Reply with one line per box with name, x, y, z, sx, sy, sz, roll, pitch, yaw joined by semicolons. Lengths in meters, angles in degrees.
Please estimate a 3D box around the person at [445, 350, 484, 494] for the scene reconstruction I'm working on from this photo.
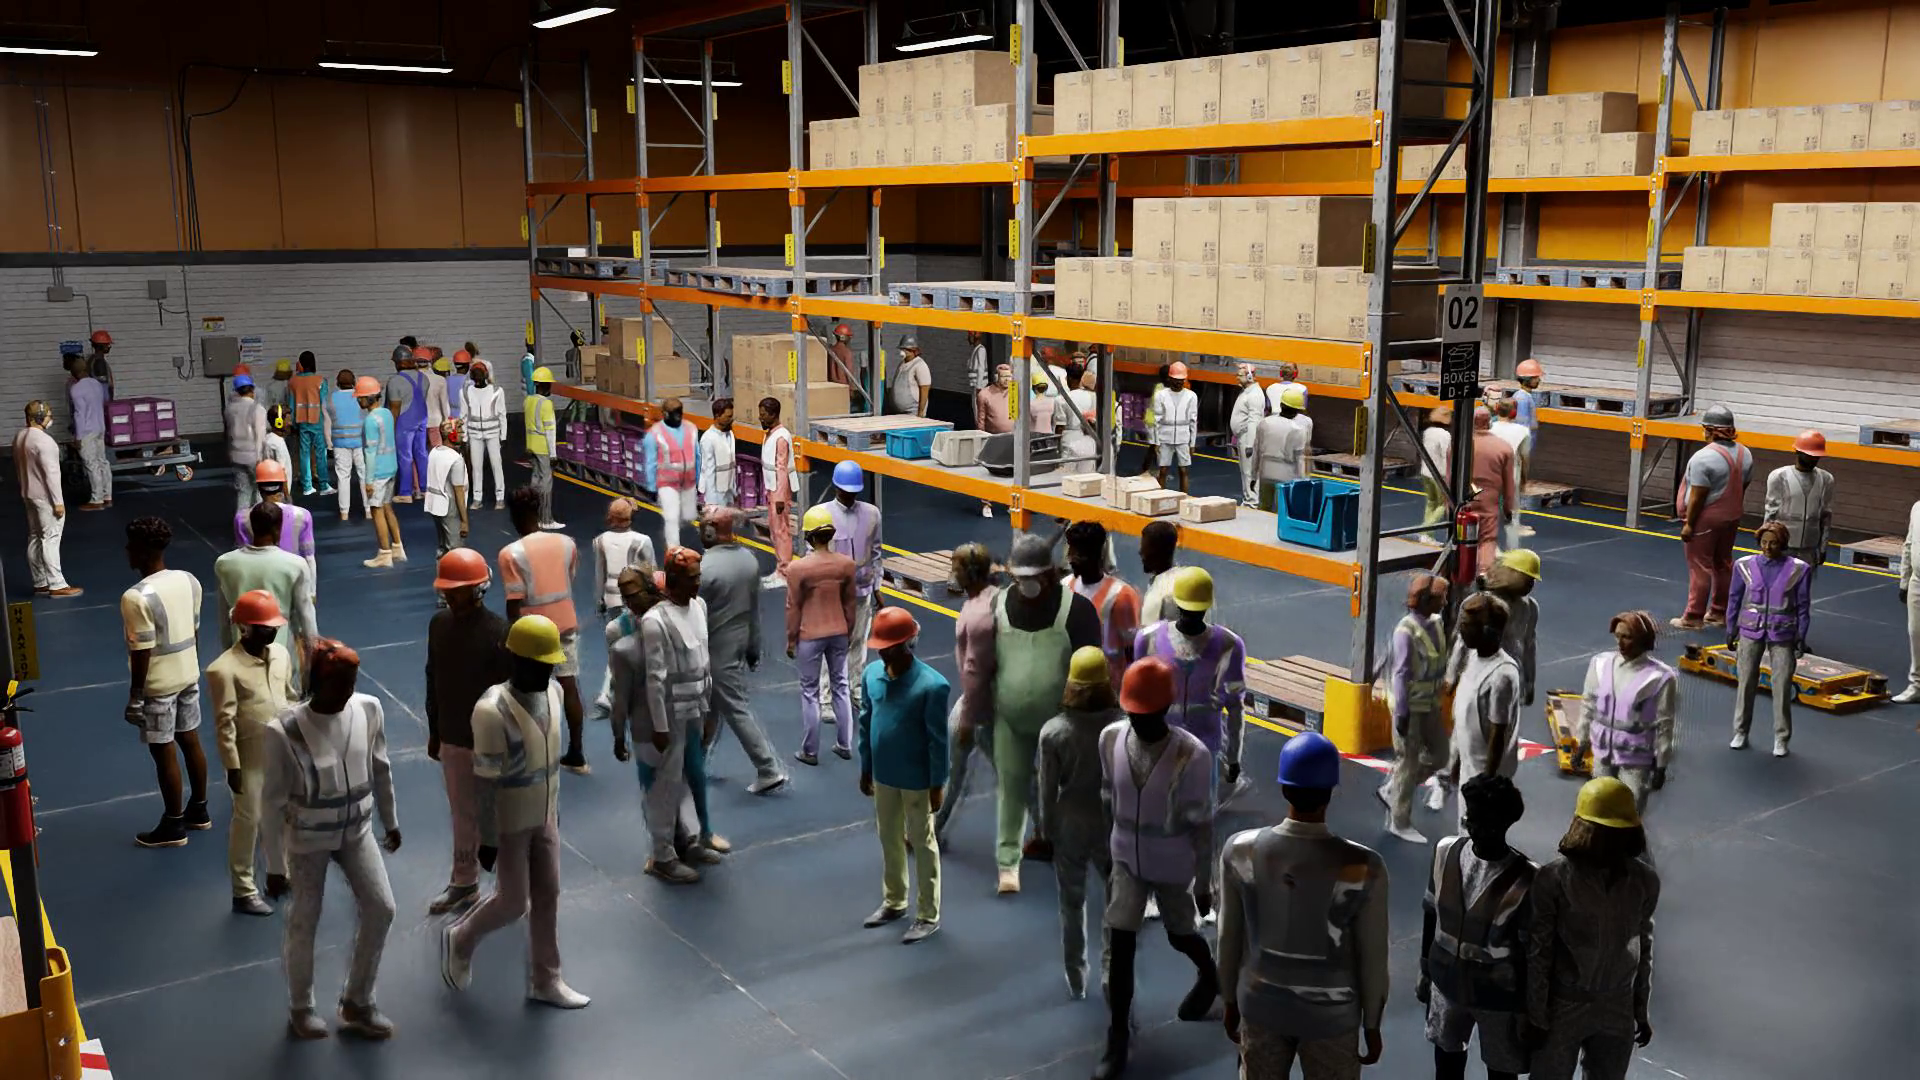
person;-6.634;-1.576;22.241;0.557;1.924;0.420;4;12;21

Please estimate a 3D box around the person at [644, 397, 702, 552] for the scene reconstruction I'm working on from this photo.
person;-3.036;-0.607;17.507;0.647;1.827;0.584;-9;14;-39

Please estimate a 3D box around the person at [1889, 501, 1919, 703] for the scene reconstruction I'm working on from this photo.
person;7.317;0.348;12.453;0.403;1.897;0.654;-4;12;-20

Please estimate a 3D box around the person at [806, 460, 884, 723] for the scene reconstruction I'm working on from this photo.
person;-0.842;0.367;12.237;0.602;1.939;0.398;-5;12;-25

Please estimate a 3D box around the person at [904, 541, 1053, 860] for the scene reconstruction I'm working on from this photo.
person;0.134;0.931;9.523;1.049;1.881;0.637;0;11;0

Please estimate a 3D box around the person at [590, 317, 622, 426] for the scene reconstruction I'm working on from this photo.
person;-5.947;-2.771;28.151;0.614;1.993;0.395;2;11;12

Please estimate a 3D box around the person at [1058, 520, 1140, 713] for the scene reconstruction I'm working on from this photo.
person;0.701;0.849;9.758;0.816;1.933;0.633;-9;14;-38

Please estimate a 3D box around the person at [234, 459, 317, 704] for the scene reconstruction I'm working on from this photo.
person;-5.049;0.363;12.307;0.548;1.925;0.388;-6;13;-28

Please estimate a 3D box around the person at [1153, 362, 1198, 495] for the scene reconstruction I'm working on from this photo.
person;2.647;-1.230;20.459;0.543;1.929;0.398;0;11;2

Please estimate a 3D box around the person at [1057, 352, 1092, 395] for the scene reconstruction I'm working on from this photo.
person;1.602;-1.685;22.978;0.569;1.843;0.374;-3;12;-17

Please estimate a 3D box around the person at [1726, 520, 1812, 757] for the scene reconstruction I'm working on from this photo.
person;5.570;0.667;11.494;0.523;1.631;0.313;7;13;32

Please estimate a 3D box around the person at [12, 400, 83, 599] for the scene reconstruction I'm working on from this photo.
person;-8.892;-0.394;16.144;0.628;1.935;0.373;7;13;34

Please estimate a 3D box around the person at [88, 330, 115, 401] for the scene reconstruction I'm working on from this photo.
person;-12.491;-2.039;24.301;0.404;2.038;0.605;-8;13;-34

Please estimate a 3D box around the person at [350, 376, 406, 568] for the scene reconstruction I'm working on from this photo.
person;-6.154;-0.713;17.545;0.407;2.034;0.619;0;11;1

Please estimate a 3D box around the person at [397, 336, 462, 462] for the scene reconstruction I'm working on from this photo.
person;-8.069;-2.133;25.110;0.972;1.920;0.624;-4;12;-18

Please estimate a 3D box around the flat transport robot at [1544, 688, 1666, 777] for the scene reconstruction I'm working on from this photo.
flat transport robot;4.484;1.325;11.612;0.652;0.197;1.431;3;11;15

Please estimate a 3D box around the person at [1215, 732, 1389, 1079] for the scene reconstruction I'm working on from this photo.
person;1.192;1.622;5.823;0.604;1.939;0.415;6;12;26

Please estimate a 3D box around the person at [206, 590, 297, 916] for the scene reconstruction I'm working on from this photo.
person;-3.722;1.120;8.887;0.361;1.743;0.571;4;12;18

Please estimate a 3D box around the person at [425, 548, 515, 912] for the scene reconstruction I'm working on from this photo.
person;-2.571;1.016;8.770;0.611;1.996;0.375;5;12;25

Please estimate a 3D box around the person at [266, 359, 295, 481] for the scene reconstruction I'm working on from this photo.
person;-9.375;-1.648;23.095;0.497;1.722;0.654;0;11;-2

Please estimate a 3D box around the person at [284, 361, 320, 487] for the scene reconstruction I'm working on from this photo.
person;-8.958;-1.608;22.839;0.357;1.746;0.576;9;14;40

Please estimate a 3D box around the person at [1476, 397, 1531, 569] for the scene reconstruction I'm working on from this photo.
person;5.629;-0.582;17.362;0.579;1.836;0.464;8;14;35

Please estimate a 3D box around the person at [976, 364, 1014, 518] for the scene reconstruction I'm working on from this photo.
person;0.519;-1.209;20.425;0.642;1.901;0.395;-3;11;-13

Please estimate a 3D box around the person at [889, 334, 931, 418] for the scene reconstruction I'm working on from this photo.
person;-0.730;-1.885;23.500;0.536;2.000;0.678;-6;13;-29

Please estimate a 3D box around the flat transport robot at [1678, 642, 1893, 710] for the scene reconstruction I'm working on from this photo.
flat transport robot;6.486;1.032;13.115;0.652;0.197;1.431;-5;12;-25

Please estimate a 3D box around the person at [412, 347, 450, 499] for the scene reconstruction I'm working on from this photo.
person;-7.017;-1.532;21.844;0.627;1.985;0.409;-3;11;-14

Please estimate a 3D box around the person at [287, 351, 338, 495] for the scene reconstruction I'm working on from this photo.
person;-8.601;-1.544;22.062;0.591;1.922;0.392;2;11;11

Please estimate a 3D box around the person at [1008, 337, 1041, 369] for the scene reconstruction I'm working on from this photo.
person;1.069;-2.302;26.153;0.625;1.840;0.430;1;11;3

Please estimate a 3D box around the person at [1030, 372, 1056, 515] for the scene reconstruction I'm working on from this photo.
person;0.986;-1.198;20.691;0.525;1.769;0.310;-6;12;-26

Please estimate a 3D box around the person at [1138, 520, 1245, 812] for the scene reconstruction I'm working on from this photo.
person;1.294;0.799;10.169;0.893;1.889;0.591;1;11;5

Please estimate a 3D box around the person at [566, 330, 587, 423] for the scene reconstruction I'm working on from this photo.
person;-6.131;-2.445;26.806;0.514;1.872;0.328;9;14;39

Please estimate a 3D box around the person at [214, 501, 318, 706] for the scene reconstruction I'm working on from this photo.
person;-4.401;0.704;10.601;0.608;1.905;0.409;0;11;-1

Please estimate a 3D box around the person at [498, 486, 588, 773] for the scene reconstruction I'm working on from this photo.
person;-2.866;0.579;11.214;0.619;1.907;0.999;-10;15;-43

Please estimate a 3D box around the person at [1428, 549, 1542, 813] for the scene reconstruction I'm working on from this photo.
person;3.264;0.876;10.233;0.570;1.699;0.442;-3;11;-13

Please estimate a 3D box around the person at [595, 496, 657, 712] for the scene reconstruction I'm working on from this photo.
person;-2.546;0.476;12.534;0.504;1.605;0.835;6;13;28

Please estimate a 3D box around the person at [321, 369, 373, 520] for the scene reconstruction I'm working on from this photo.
person;-7.436;-1.164;20.318;0.626;1.846;0.429;-4;12;-18

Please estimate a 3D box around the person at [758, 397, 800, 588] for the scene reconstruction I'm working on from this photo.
person;-1.821;-0.480;16.658;0.405;1.909;0.597;-3;12;-17

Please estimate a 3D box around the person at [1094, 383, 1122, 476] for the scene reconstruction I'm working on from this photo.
person;1.807;-1.212;21.080;0.515;1.642;0.314;6;12;26

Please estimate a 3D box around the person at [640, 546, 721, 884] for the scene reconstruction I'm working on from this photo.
person;-1.566;0.961;9.334;0.337;1.882;0.584;4;12;19

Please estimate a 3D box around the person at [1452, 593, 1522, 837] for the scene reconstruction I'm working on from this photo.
person;2.611;1.168;8.397;0.372;1.840;0.504;1;11;4

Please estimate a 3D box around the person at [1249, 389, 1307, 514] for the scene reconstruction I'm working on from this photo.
person;3.375;-0.669;17.689;0.690;1.890;0.474;9;14;37

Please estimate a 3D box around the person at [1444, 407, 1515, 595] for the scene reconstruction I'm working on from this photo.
person;5.003;-0.341;16.077;0.658;1.868;0.863;4;12;20

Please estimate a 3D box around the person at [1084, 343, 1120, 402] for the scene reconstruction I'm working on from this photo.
person;2.045;-1.995;24.060;0.535;2.000;0.681;-1;11;-6

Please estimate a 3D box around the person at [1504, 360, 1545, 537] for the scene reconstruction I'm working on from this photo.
person;6.535;-1.063;19.275;0.364;2.048;0.608;3;11;13

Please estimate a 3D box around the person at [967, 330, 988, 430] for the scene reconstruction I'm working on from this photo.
person;0.277;-2.556;27.356;0.362;1.879;0.584;-2;11;-11
